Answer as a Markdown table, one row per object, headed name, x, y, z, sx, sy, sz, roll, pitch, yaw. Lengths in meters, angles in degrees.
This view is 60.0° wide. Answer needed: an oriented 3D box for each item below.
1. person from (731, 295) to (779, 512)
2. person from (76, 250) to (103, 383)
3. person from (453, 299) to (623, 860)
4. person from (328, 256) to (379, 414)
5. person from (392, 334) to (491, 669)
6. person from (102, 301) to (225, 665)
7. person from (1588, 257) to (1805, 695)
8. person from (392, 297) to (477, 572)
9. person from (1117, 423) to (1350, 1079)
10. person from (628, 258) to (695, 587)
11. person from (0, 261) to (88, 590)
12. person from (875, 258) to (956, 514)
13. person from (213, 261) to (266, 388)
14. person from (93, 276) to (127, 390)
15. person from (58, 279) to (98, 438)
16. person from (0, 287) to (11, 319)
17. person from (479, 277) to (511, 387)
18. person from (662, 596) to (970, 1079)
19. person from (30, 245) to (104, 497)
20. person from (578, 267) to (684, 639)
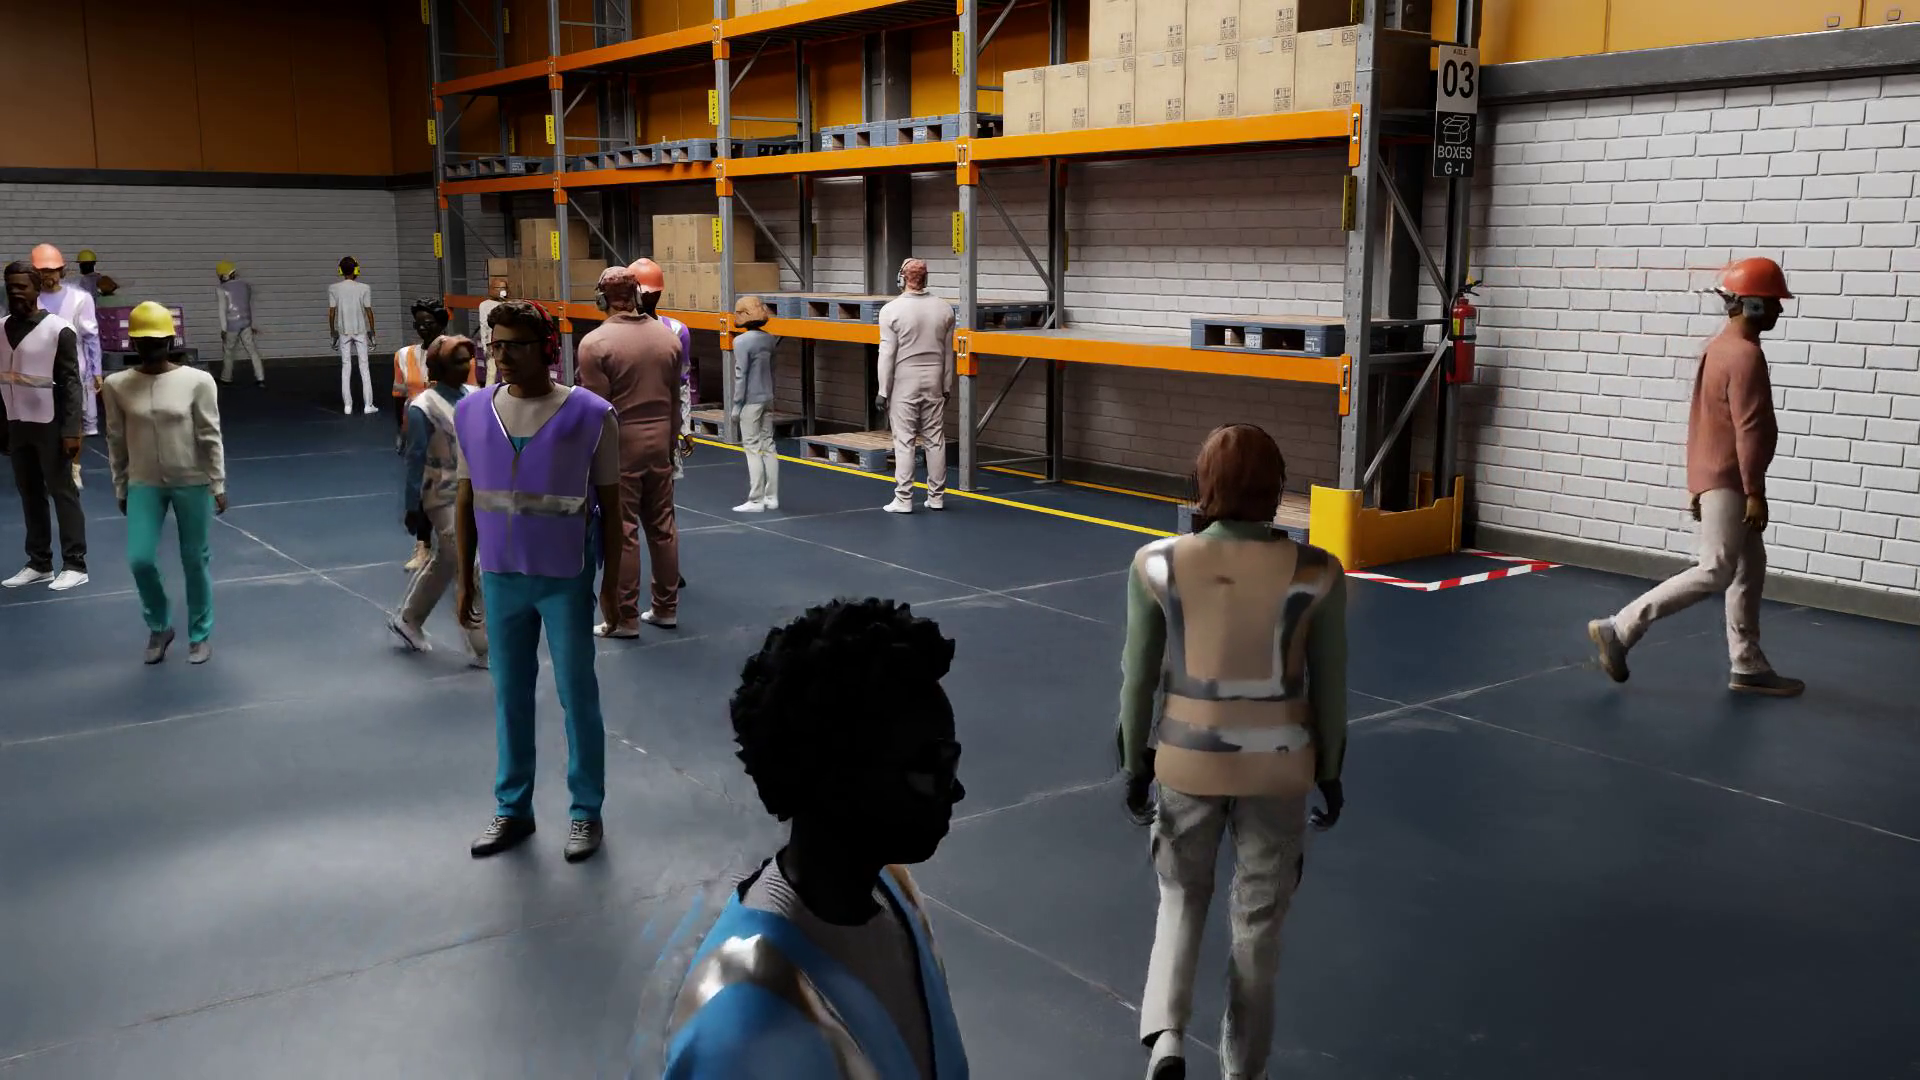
| name | x | y | z | sx | sy | sz | roll | pitch | yaw |
| --- | --- | --- | --- | --- | --- | --- | --- | --- | --- |
| person | -1.552 | -1.024 | 12.564 | 0.265 | 1.632 | 0.507 | 5 | 11 | 27 |
| person | -12.346 | -3.157 | 23.691 | 0.366 | 1.926 | 0.592 | -1 | 10 | -6 |
| person | -1.384 | 0.132 | 5.497 | 0.570 | 1.843 | 0.372 | 2 | 10 | 9 |
| person | -7.230 | -2.432 | 19.806 | 0.533 | 1.864 | 0.311 | -2 | 10 | -10 |
| person | -2.490 | -0.194 | 8.004 | 0.832 | 1.604 | 0.509 | 4 | 11 | 20 |
| person | -3.777 | -0.254 | 7.941 | 0.531 | 1.753 | 0.410 | -3 | 10 | -14 |
| person | 3.341 | -0.269 | 7.411 | 0.871 | 1.970 | 0.617 | 3 | 11 | 17 |
| person | -3.225 | -0.639 | 10.235 | 0.535 | 1.697 | 0.318 | 1 | 10 | 3 |
| person | 0.614 | 0.548 | 3.784 | 0.513 | 1.623 | 0.425 | 3 | 11 | 17 |
| person | -1.815 | -0.663 | 9.698 | 0.551 | 1.933 | 0.369 | -5 | 11 | -24 |
| person | -5.411 | -0.668 | 9.769 | 0.596 | 1.921 | 0.386 | 3 | 11 | 17 |
| person | -0.351 | -1.146 | 12.485 | 0.638 | 1.910 | 0.407 | -6 | 12 | -31 |
| person | -10.078 | -2.987 | 23.170 | 0.921 | 1.778 | 0.647 | 6 | 12 | 30 |
| person | -11.675 | -2.839 | 22.902 | 0.502 | 1.569 | 0.920 | 5 | 11 | 26 |
| person | -9.438 | -2.000 | 17.392 | 0.984 | 1.857 | 0.653 | 6 | 12 | 29 |
| person | -12.170 | -2.715 | 21.624 | 0.589 | 1.790 | 0.932 | -1 | 10 | -5 |
| person | -5.414 | -2.273 | 19.594 | 0.274 | 1.629 | 0.502 | 10 | 14 | 44 |
| person | -0.233 | 0.875 | 1.781 | 0.600 | 1.679 | 0.531 | 3 | 10 | 15 |
| person | -7.236 | -1.350 | 13.375 | 0.613 | 2.003 | 0.976 | -6 | 12 | -30 |
| person | -1.717 | -0.443 | 8.564 | 0.402 | 1.904 | 0.639 | 8 | 13 | 38 |
